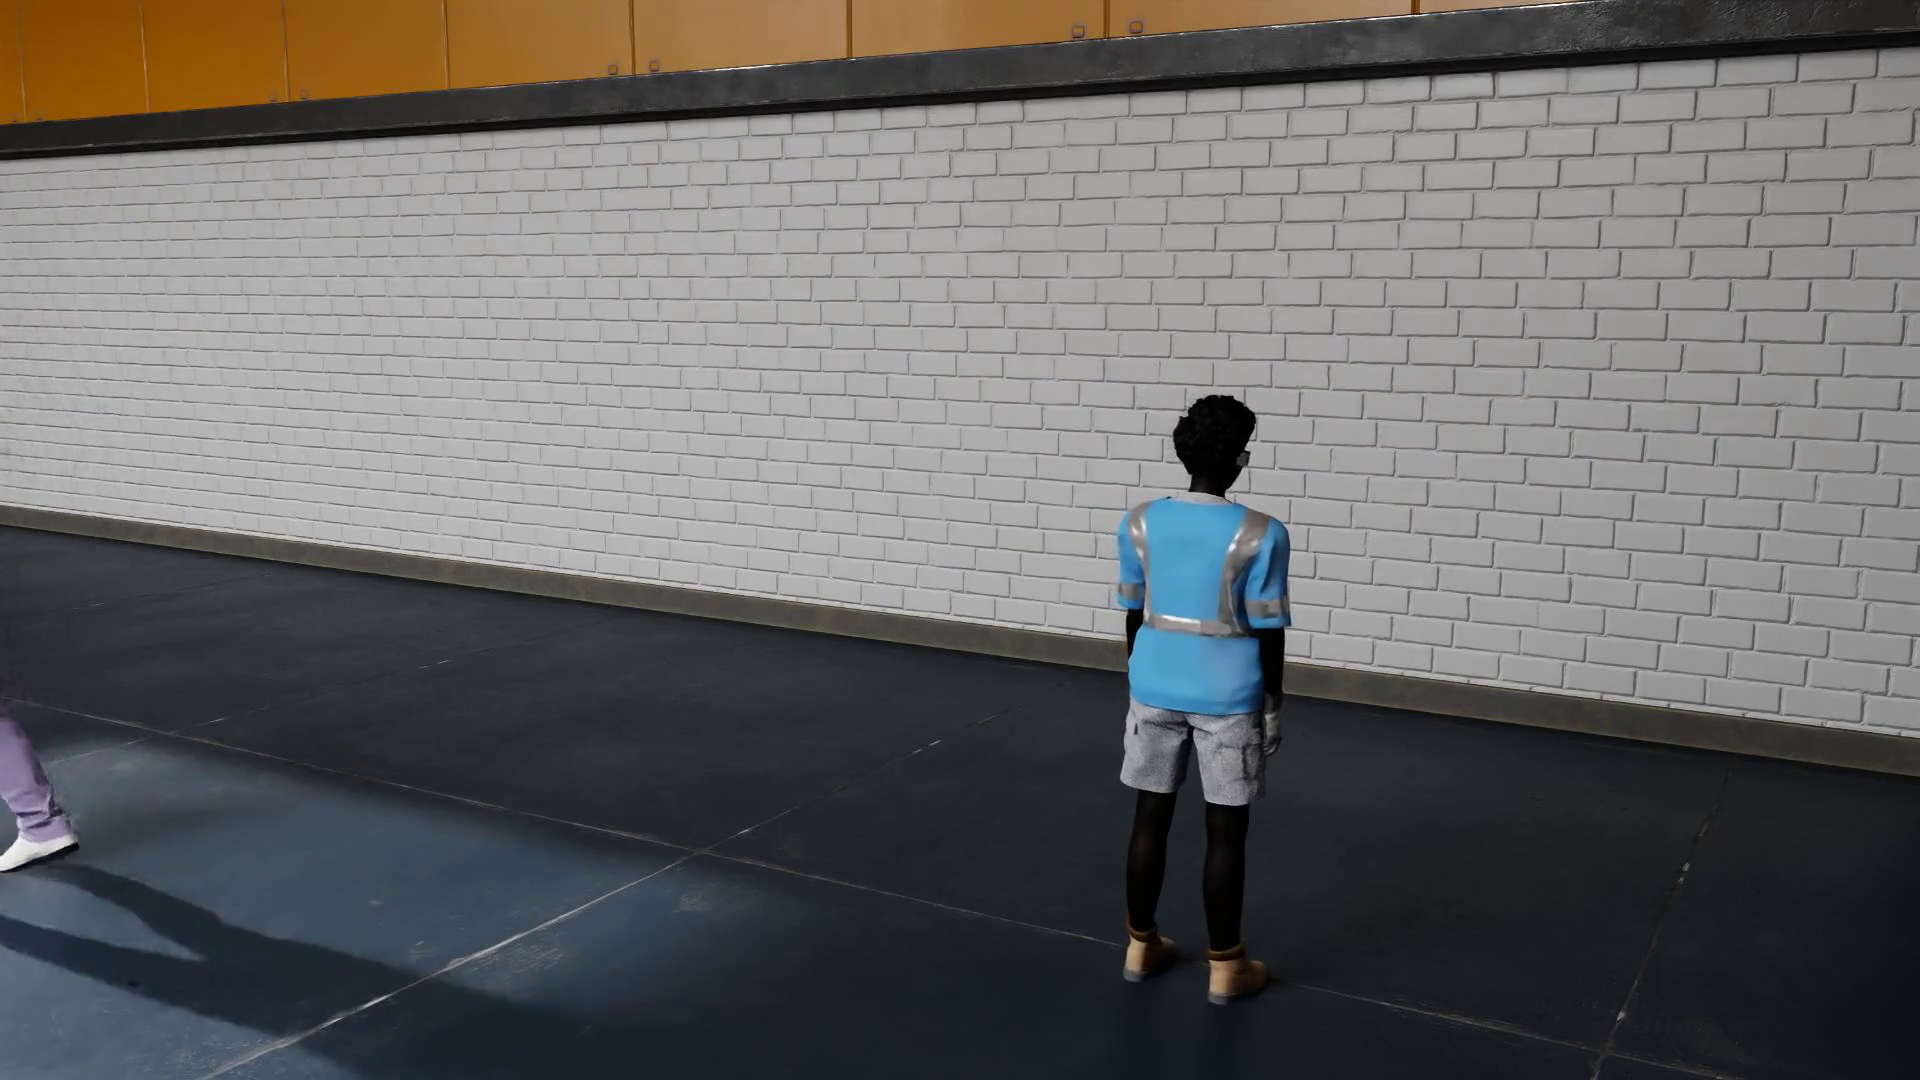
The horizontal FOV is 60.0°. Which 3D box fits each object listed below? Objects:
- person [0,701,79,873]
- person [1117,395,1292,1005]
[{"bbox_3d":[-3.466,0.231,5.475,0.993,1.862,0.661,0,9,-2],"label":"person"},{"bbox_3d":[0.678,0.442,4.652,0.531,1.691,0.318,6,11,34],"label":"person"}]
